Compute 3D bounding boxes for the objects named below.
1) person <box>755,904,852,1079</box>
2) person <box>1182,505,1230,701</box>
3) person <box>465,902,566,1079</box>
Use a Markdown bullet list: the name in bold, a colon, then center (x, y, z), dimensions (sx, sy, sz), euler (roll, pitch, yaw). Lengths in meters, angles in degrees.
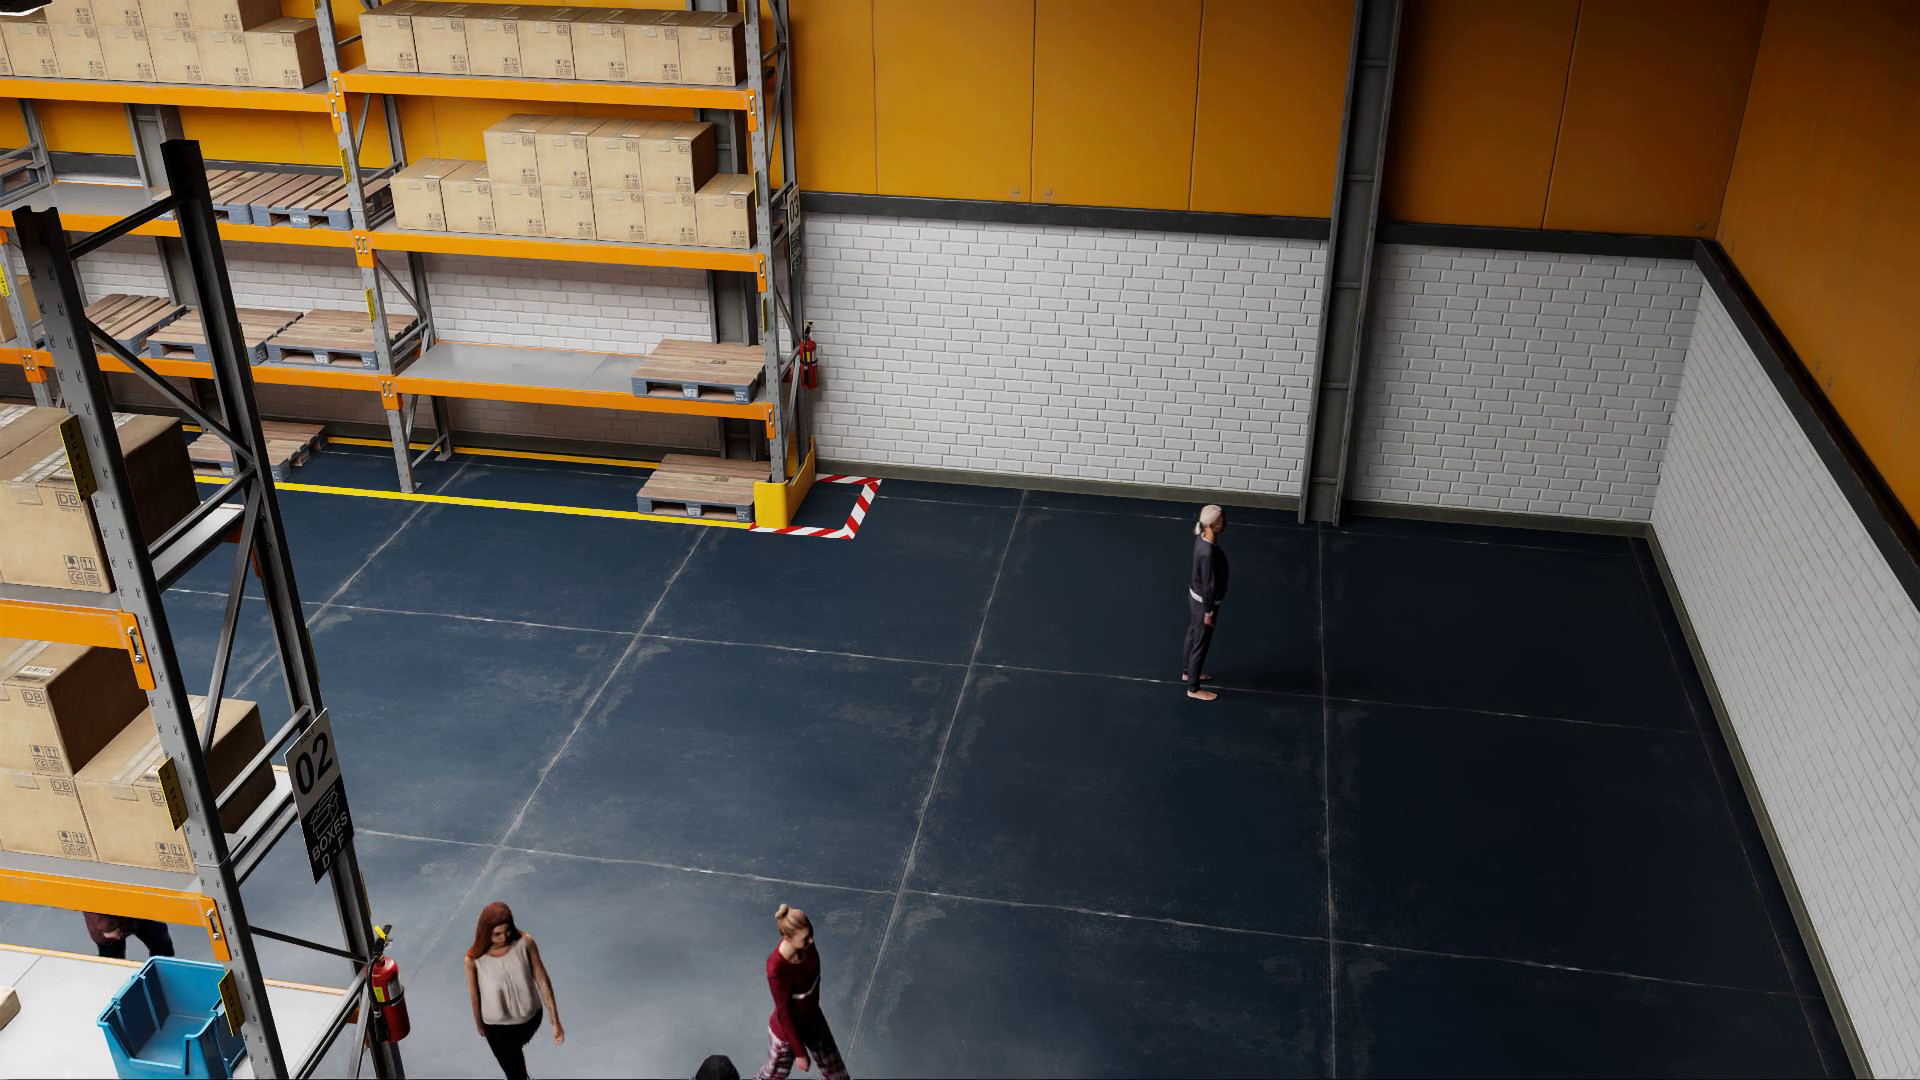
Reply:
- **person**: center (-1.017, 2.751, 9.556), dimensions (1.144, 1.660, 0.826), euler (12, 31, 21)
- **person**: center (2.007, 0.477, 13.658), dimensions (0.572, 1.726, 0.643), euler (0, 29, -1)
- **person**: center (-2.617, 2.700, 9.632), dimensions (1.098, 1.678, 1.105), euler (-16, 32, -26)
